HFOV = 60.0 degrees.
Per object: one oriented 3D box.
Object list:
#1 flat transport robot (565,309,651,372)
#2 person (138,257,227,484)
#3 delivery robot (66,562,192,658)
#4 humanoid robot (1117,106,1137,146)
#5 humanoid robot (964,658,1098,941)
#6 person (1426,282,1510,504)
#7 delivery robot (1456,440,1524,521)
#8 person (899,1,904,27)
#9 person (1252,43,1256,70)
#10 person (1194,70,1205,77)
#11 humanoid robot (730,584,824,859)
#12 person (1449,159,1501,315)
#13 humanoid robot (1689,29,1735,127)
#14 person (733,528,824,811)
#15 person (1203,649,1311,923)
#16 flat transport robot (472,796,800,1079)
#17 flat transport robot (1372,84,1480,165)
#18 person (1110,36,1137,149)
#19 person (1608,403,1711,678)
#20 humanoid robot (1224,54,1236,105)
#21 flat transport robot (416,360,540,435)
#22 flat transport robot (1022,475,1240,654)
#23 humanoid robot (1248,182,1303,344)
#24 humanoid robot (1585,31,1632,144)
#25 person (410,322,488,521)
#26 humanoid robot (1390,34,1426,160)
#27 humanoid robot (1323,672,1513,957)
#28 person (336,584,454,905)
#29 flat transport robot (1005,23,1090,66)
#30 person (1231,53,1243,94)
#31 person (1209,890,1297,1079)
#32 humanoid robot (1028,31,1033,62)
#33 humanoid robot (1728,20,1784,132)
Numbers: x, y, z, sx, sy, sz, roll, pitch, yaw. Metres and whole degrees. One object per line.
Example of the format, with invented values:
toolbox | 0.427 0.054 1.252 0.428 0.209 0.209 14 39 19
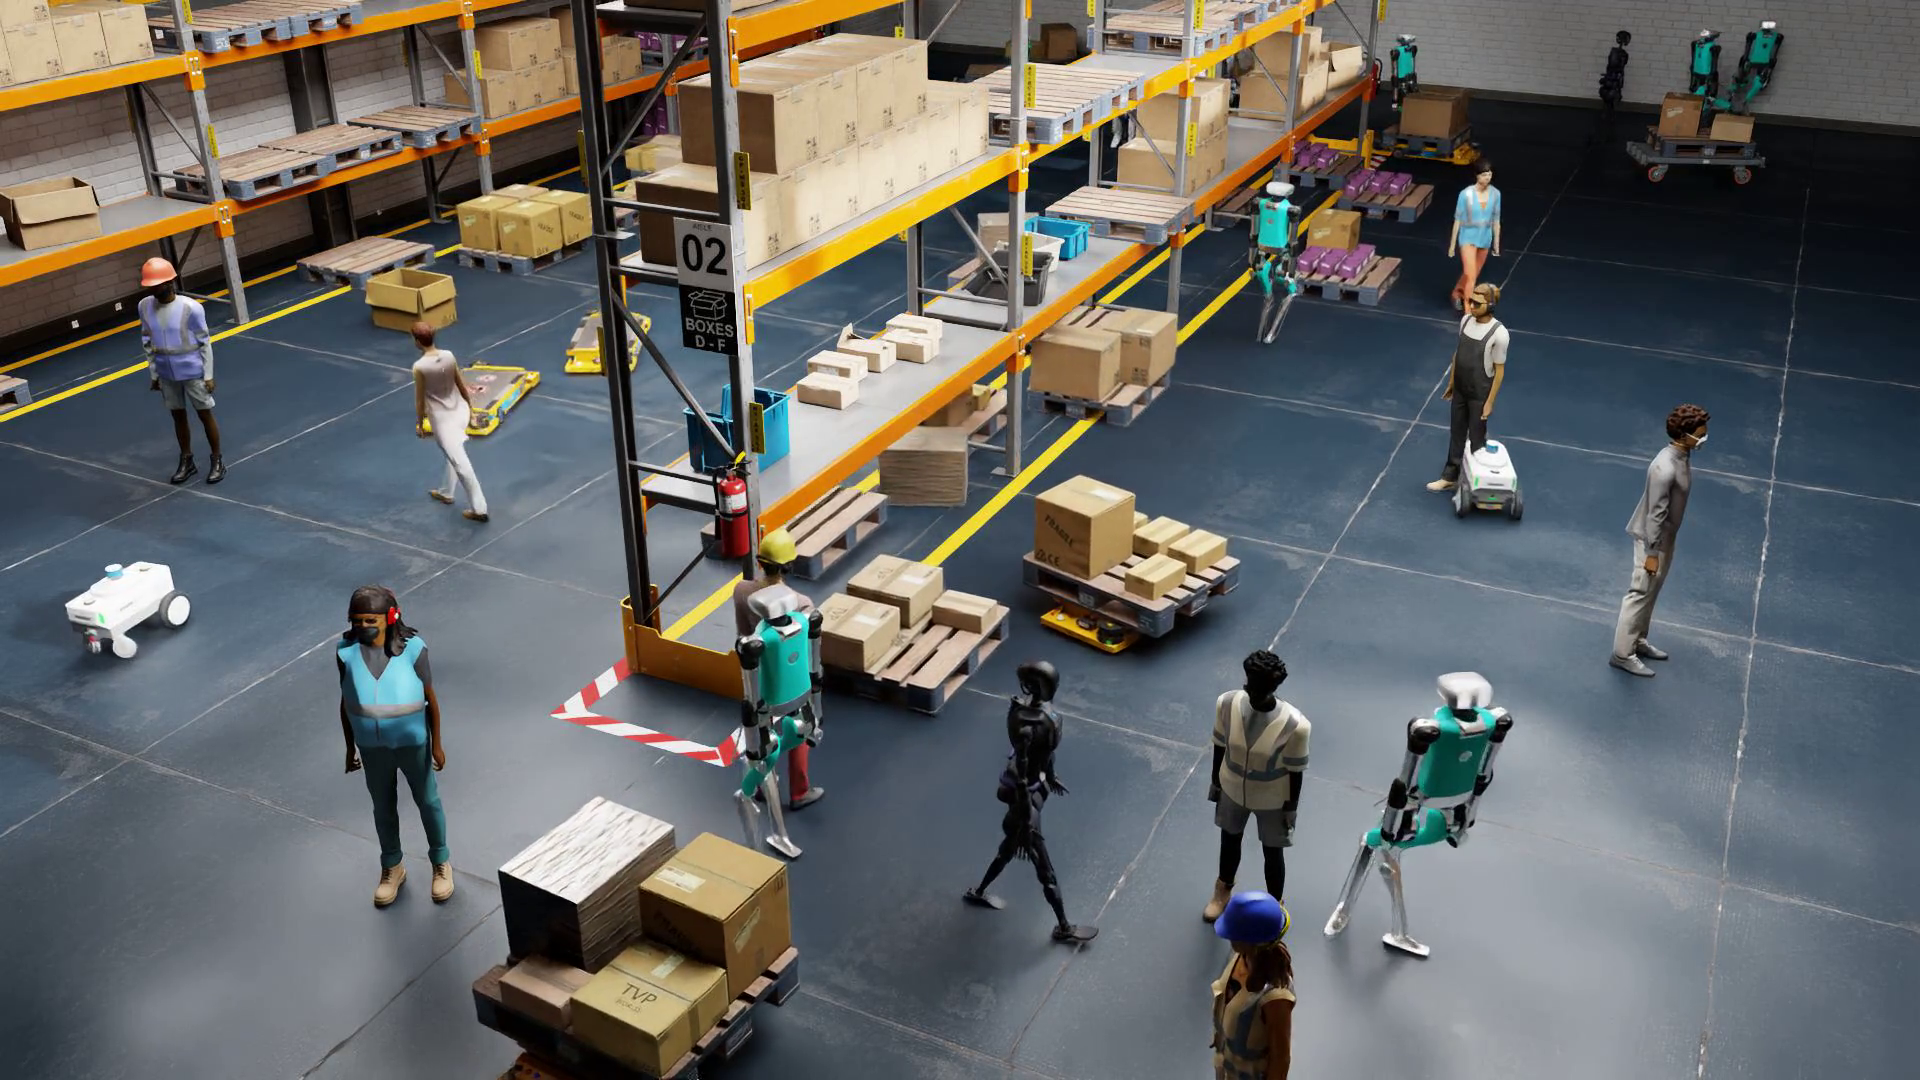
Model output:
flat transport robot | -3.557 -2.019 16.856 0.659 0.231 1.431 -1 26 -2
person | -6.419 -1.385 13.697 0.542 1.939 0.362 1 26 2
delivery robot | -5.790 0.448 11.572 0.510 0.614 0.785 8 28 16
humanoid robot | 2.442 -6.181 23.680 0.602 1.648 0.371 11 28 20
humanoid robot | 0.381 1.311 8.594 0.772 1.629 0.586 7 27 14
person | 4.118 -1.182 13.388 0.345 1.846 0.504 -13 29 -25
delivery robot | 4.284 -0.518 13.492 0.499 0.585 0.775 4 27 7
person | -0.921 -9.449 30.121 0.366 1.824 0.509 2 26 3
person | 4.623 -7.072 25.266 0.450 1.861 0.578 5 27 10
person | 3.423 -6.735 24.743 0.420 1.724 0.614 -18 31 -32
humanoid robot | -1.080 1.017 9.108 0.666 1.833 0.541 24 35 39
person | 5.418 -3.162 17.516 0.501 1.730 0.865 -4 27 -8
humanoid robot | 11.110 -6.650 24.576 1.015 1.752 0.531 -8 27 -16
person | -1.043 0.749 9.592 0.523 1.757 0.348 11 28 21
person | 1.519 1.298 8.556 0.531 1.690 0.321 16 31 30
flat transport robot | -1.569 2.348 8.034 0.659 0.231 1.431 15 30 27
flat transport robot | 6.814 -5.714 24.320 1.431 0.231 0.659 14 30 26
person | 2.460 -6.682 24.446 0.680 1.886 0.625 6 27 12
person | 4.597 -0.012 10.976 0.403 1.893 0.537 17 31 30
humanoid robot | 3.968 -6.687 24.712 0.379 1.640 0.602 2 26 3
flat transport robot | -4.464 -1.326 15.456 0.659 0.231 1.431 3 26 6
flat transport robot | 1.281 0.386 11.998 0.659 0.231 1.431 22 34 37
humanoid robot | 3.220 -2.728 16.729 0.562 1.861 0.763 18 31 32
humanoid robot | 9.795 -6.772 24.888 0.663 1.632 0.609 -1 26 -2
person | -4.114 -0.950 13.160 0.786 1.612 0.425 13 29 24
humanoid robot | 6.531 -6.298 23.909 0.538 1.821 0.788 -21 33 -36
humanoid robot | 2.252 1.330 8.438 0.599 1.774 0.873 -8 27 -16
person | -2.992 1.078 8.801 0.519 1.866 0.391 -3 26 -5
flat transport robot | 1.496 -8.280 29.503 1.431 0.231 0.659 21 33 36
person | 4.515 -8.561 28.254 0.990 1.873 0.561 15 30 27
person | 1.146 2.146 6.743 0.325 1.775 0.481 -7 27 -13
humanoid robot | 0.643 -6.588 24.415 1.005 1.716 0.550 -2 26 -4
humanoid robot | 12.110 -7.113 25.494 0.535 1.714 1.002 2 26 4
